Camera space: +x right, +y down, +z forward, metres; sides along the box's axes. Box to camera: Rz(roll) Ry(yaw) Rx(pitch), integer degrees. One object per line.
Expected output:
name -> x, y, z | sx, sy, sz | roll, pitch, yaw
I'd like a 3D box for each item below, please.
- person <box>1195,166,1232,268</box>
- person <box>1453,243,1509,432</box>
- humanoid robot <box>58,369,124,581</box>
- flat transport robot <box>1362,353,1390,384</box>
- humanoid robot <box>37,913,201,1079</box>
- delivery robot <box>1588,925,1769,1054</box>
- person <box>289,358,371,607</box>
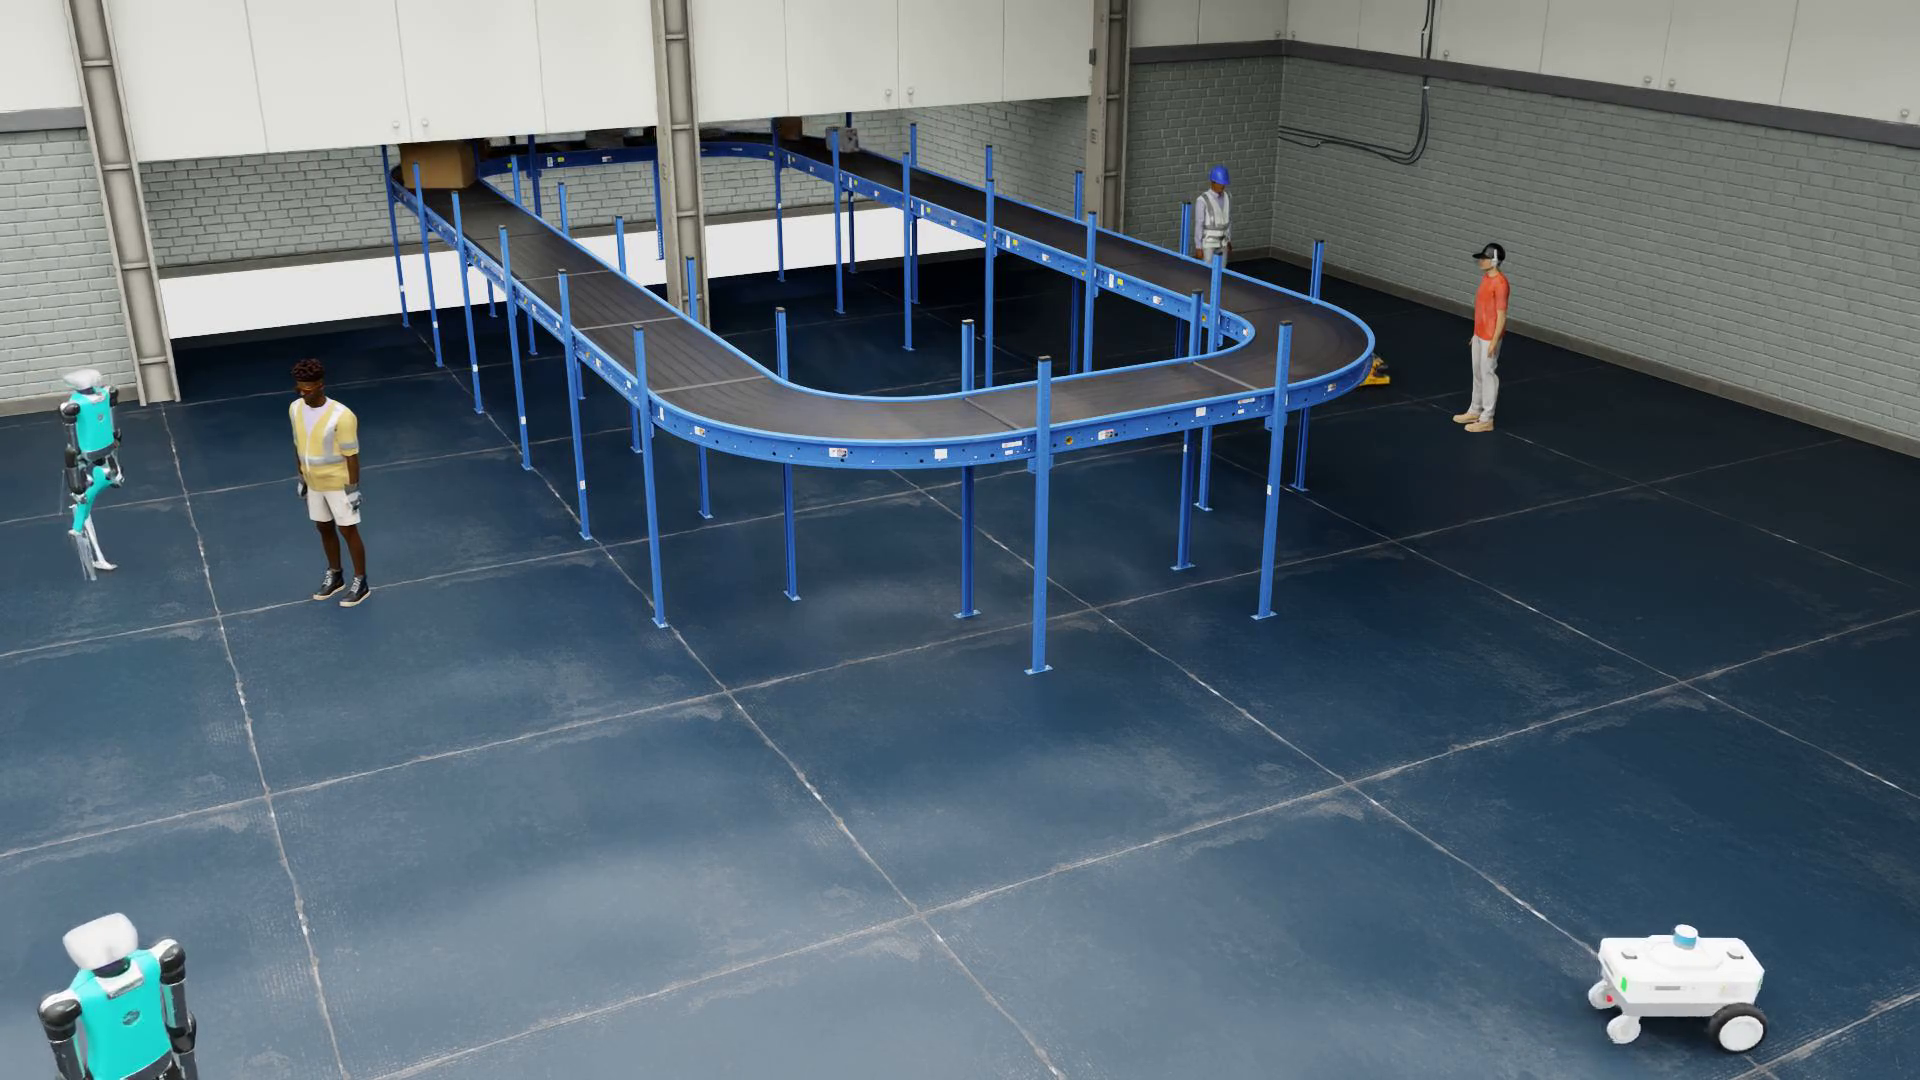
person -> 3.184, -3.727, 20.877 | 0.620, 1.932, 0.415 | -17, 28, -36
person -> 5.255, -2.036, 16.720 | 0.410, 1.910, 0.480 | -2, 22, -5
humanoid robot -> -6.986, -0.466, 13.201 | 0.775, 1.866, 0.542 | 7, 23, 16
flat transport robot -> 4.346, -2.047, 18.935 | 0.659, 0.231, 1.431 | -2, 22, -5
humanoid robot -> -3.412, 2.181, 6.641 | 1.066, 1.782, 0.533 | 16, 27, 35
delivery robot -> 3.527, 2.168, 8.147 | 0.807, 0.603, 0.499 | 0, 22, 0
person -> -4.837, -0.451, 12.742 | 0.602, 1.958, 0.377 | 10, 24, 23
